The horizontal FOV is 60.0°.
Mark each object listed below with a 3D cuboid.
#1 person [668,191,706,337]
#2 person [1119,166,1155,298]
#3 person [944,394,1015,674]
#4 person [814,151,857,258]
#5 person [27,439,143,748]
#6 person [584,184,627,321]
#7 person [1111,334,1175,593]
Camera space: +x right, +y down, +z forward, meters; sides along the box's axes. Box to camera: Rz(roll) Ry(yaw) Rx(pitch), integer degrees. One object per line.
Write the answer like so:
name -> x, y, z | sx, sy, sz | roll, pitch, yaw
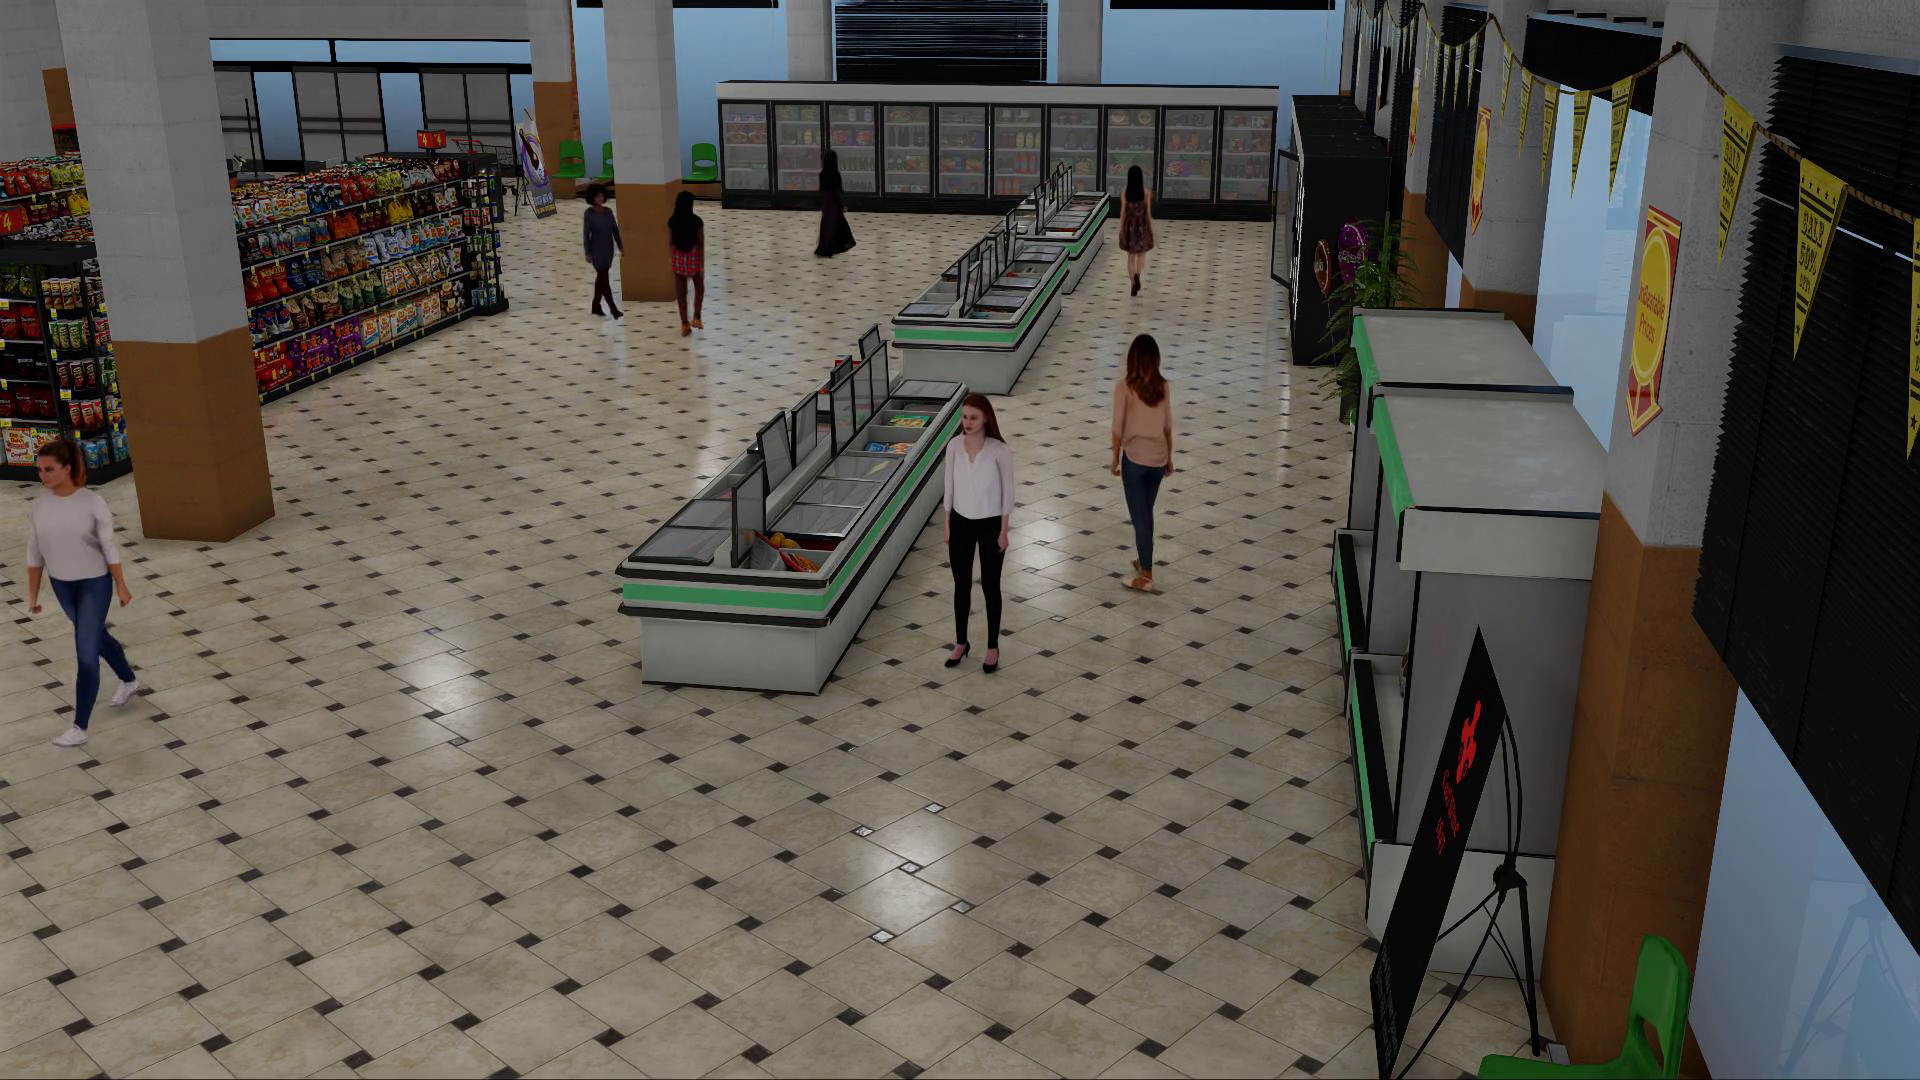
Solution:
person -> -3.283, -3.286, 19.910 | 0.641, 1.711, 0.659 | 1, 19, 3
person -> 2.350, -4.078, 22.180 | 0.639, 1.761, 0.844 | 2, 19, 7
person -> 0.110, -0.042, 10.213 | 0.637, 1.760, 0.561 | 7, 20, 21
person -> -2.060, -5.182, 25.698 | 1.102, 1.606, 1.027 | -14, 23, -35
person -> -4.928, 0.270, 9.434 | 0.683, 1.667, 1.156 | 2, 19, 6
person -> -4.550, -3.610, 20.930 | 1.067, 1.674, 1.063 | -16, 25, -40
person -> 1.303, -0.515, 11.618 | 0.829, 1.759, 0.952 | -8, 20, -23
